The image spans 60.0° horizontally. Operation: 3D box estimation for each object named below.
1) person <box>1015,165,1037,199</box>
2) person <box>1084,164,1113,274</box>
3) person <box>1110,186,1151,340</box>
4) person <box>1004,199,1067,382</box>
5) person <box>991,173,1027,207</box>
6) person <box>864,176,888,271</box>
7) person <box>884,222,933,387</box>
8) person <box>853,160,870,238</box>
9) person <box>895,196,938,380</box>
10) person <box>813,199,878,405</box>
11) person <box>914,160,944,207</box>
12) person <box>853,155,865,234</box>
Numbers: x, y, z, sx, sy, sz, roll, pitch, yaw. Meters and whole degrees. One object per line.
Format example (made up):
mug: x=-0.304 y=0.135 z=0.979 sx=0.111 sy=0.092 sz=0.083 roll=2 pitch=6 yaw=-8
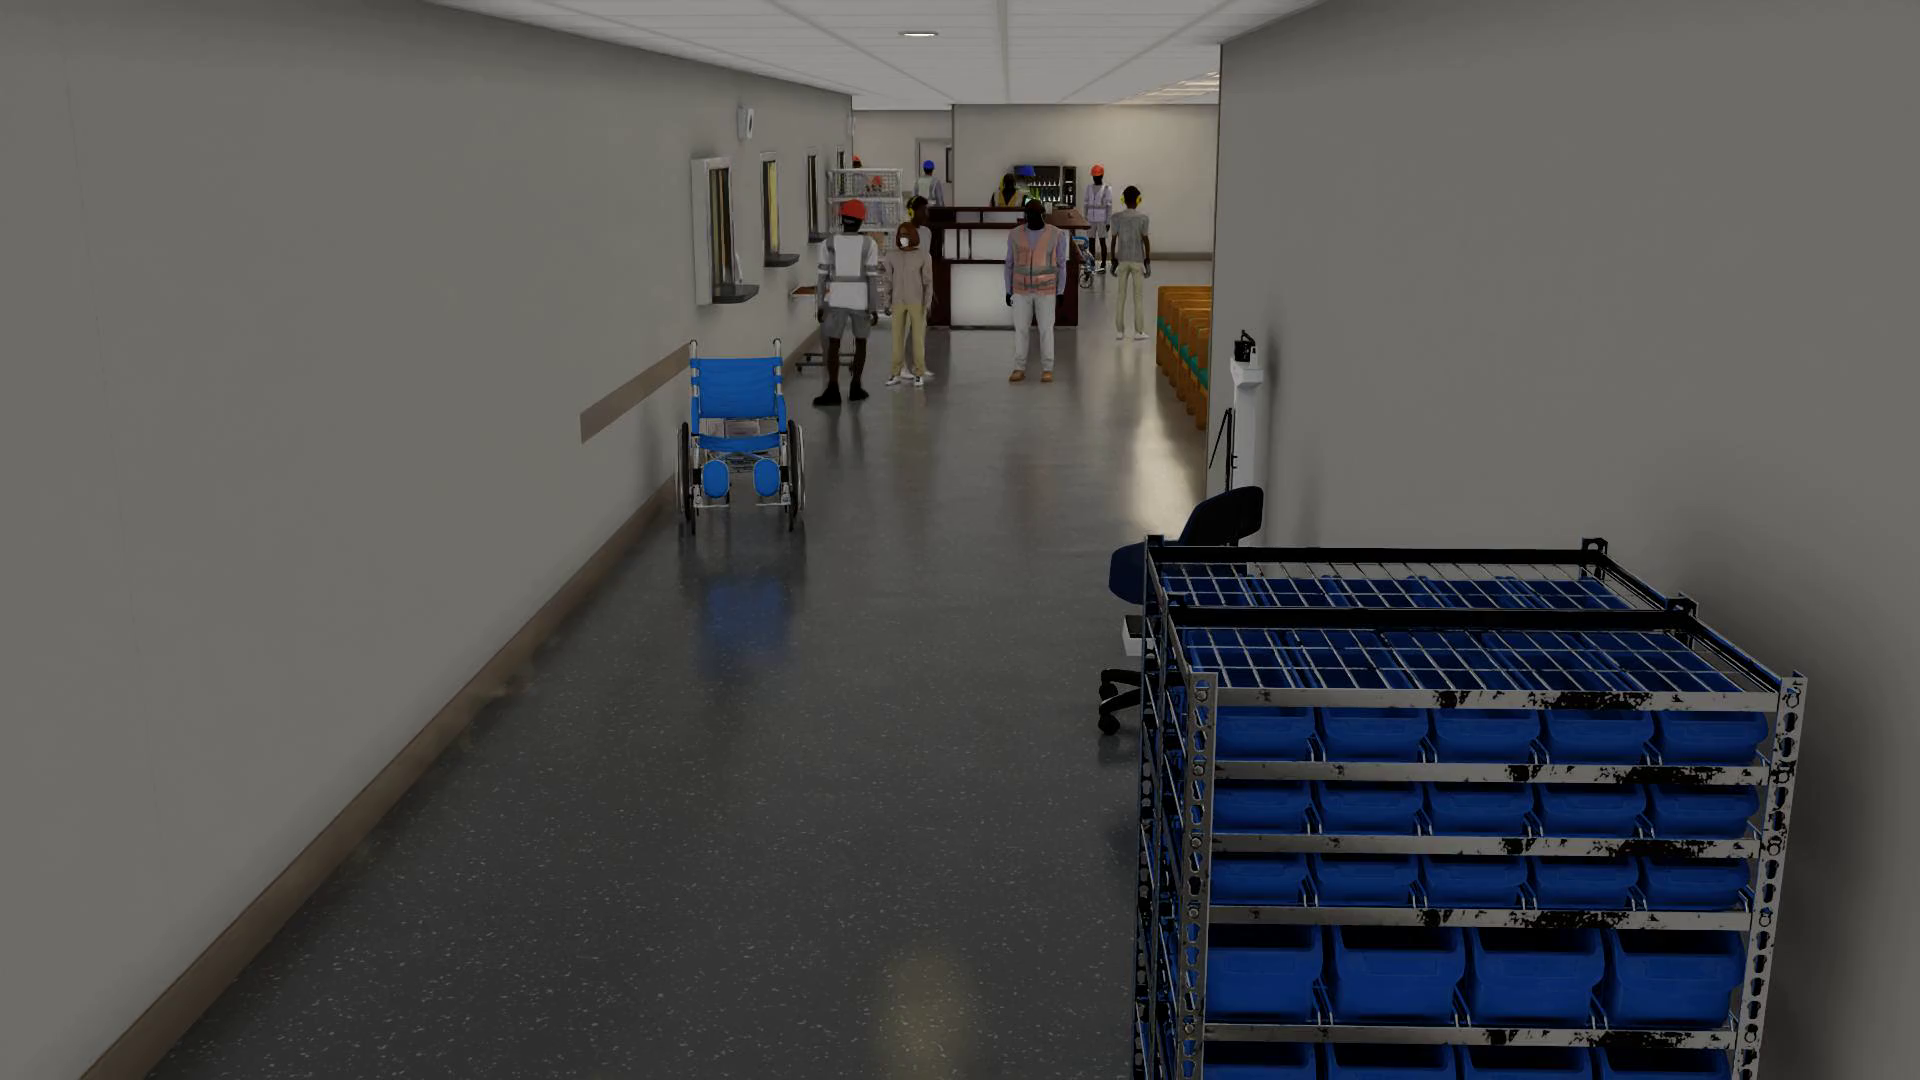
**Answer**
person: x=1.173 y=-5.621 z=29.287 sx=0.695 sy=1.915 sz=0.628 roll=4 pitch=14 yaw=17
person: x=2.441 y=-5.706 z=29.620 sx=0.545 sy=1.929 sz=0.390 roll=8 pitch=16 yaw=31
person: x=2.080 y=-3.368 z=20.266 sx=0.519 sy=1.865 sz=0.326 roll=5 pitch=15 yaw=20
person: x=0.755 y=-2.520 z=16.869 sx=0.636 sy=1.842 sz=0.429 roll=3 pitch=14 yaw=13
person: x=0.800 y=-5.067 z=27.234 sx=0.618 sy=1.836 sz=0.431 roll=4 pitch=14 yaw=15
person: x=-1.547 y=-5.676 z=29.930 sx=0.696 sy=1.723 sz=0.593 roll=-12 pitch=18 yaw=-40
person: x=-0.519 y=-2.344 z=16.580 sx=0.500 sy=1.634 sz=0.286 roll=4 pitch=14 yaw=16
person: x=-2.357 y=-7.966 z=38.975 sx=0.559 sy=1.833 sz=0.717 roll=-9 pitch=16 yaw=-32
person: x=-0.453 y=-2.588 z=17.131 sx=0.341 sy=1.863 sz=0.603 roll=13 pitch=19 yaw=42
person: x=-1.065 y=-2.211 z=15.535 sx=0.608 sy=1.899 sz=0.673 roll=0 pitch=14 yaw=2
person: x=-0.618 y=-6.515 z=32.865 sx=0.625 sy=1.943 sz=0.407 roll=9 pitch=16 yaw=32
person: x=-2.534 y=-8.342 z=40.318 sx=0.542 sy=1.927 sz=0.374 roll=-13 pitch=19 yaw=-42
